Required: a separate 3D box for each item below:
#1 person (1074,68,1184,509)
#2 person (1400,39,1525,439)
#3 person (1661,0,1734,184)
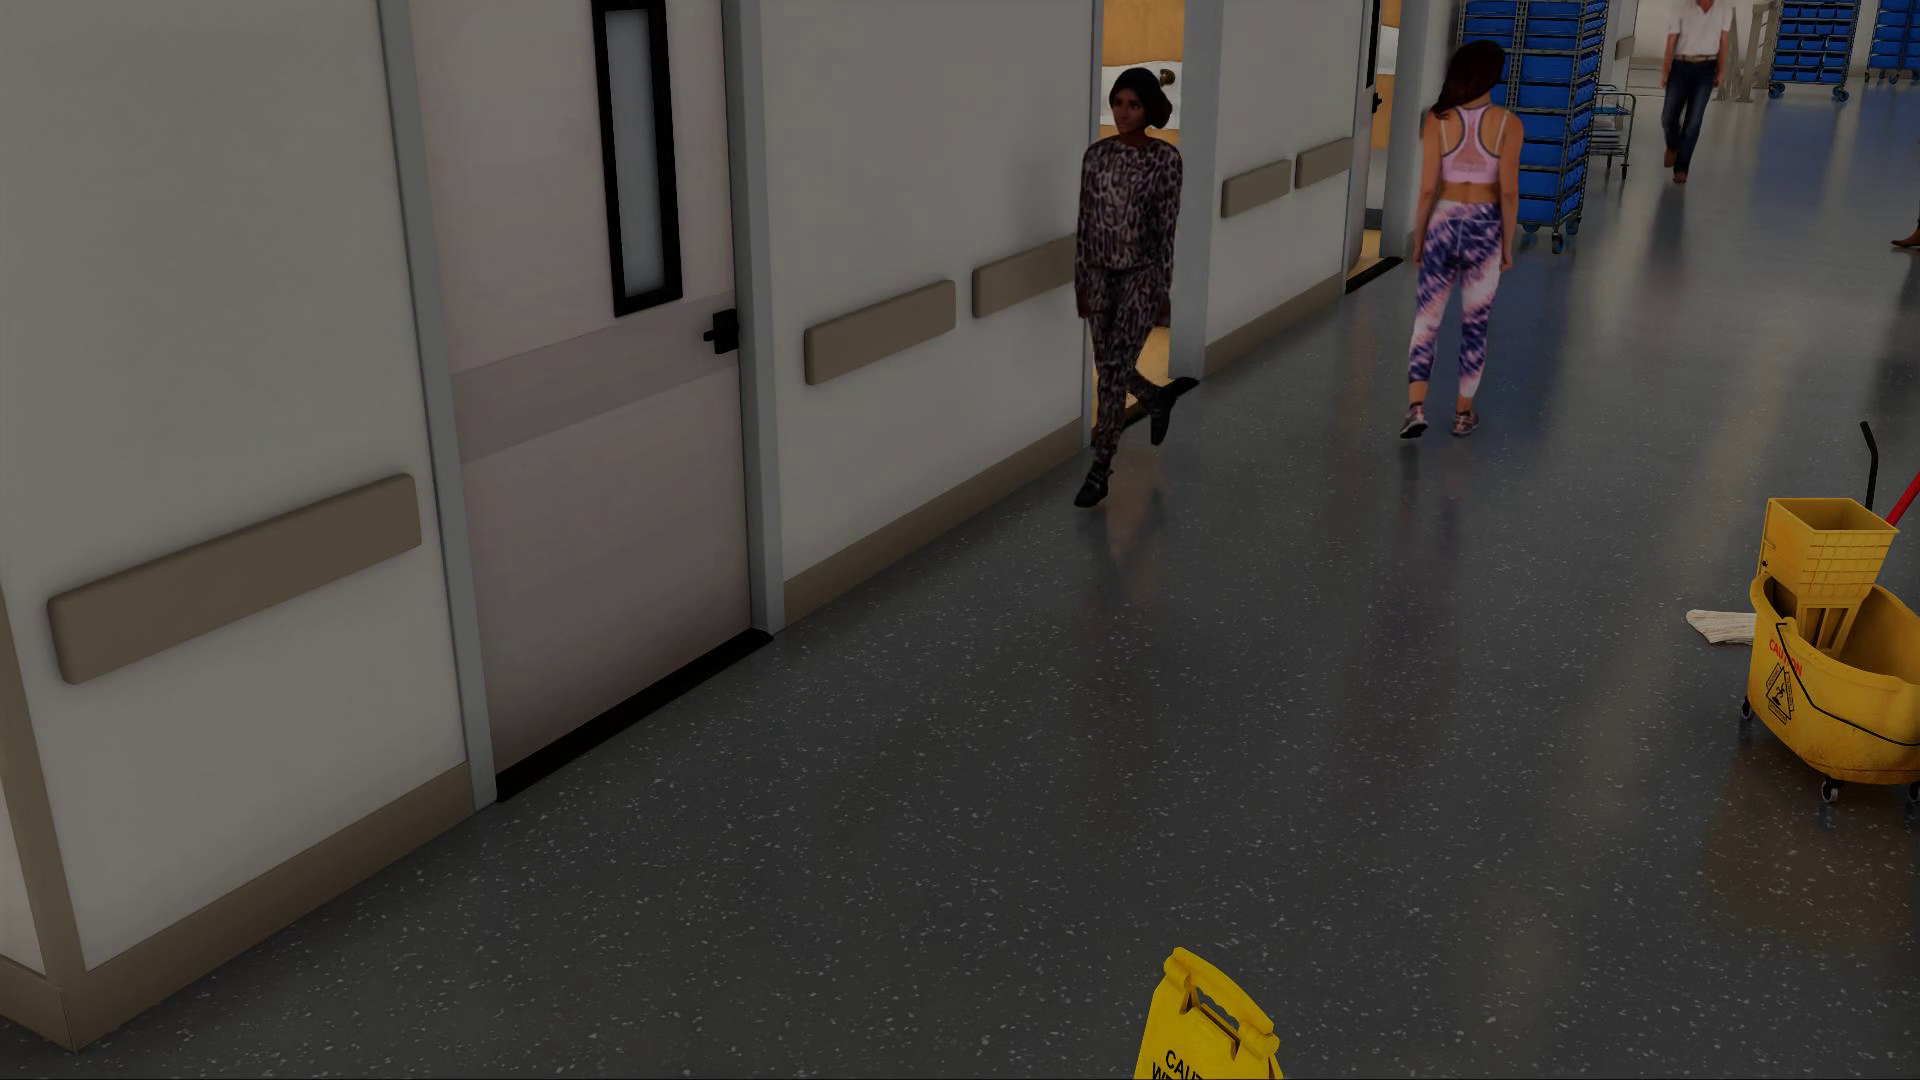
[{"bbox_3d":[0.702,-1.008,6.685,0.594,1.688,1.078,13,24,30],"label":"person"},{"bbox_3d":[2.208,-1.289,7.322,0.674,1.763,0.899,7,22,19],"label":"person"},{"bbox_3d":[6.483,-4.118,14.685,0.699,1.838,0.958,9,23,23],"label":"person"}]
